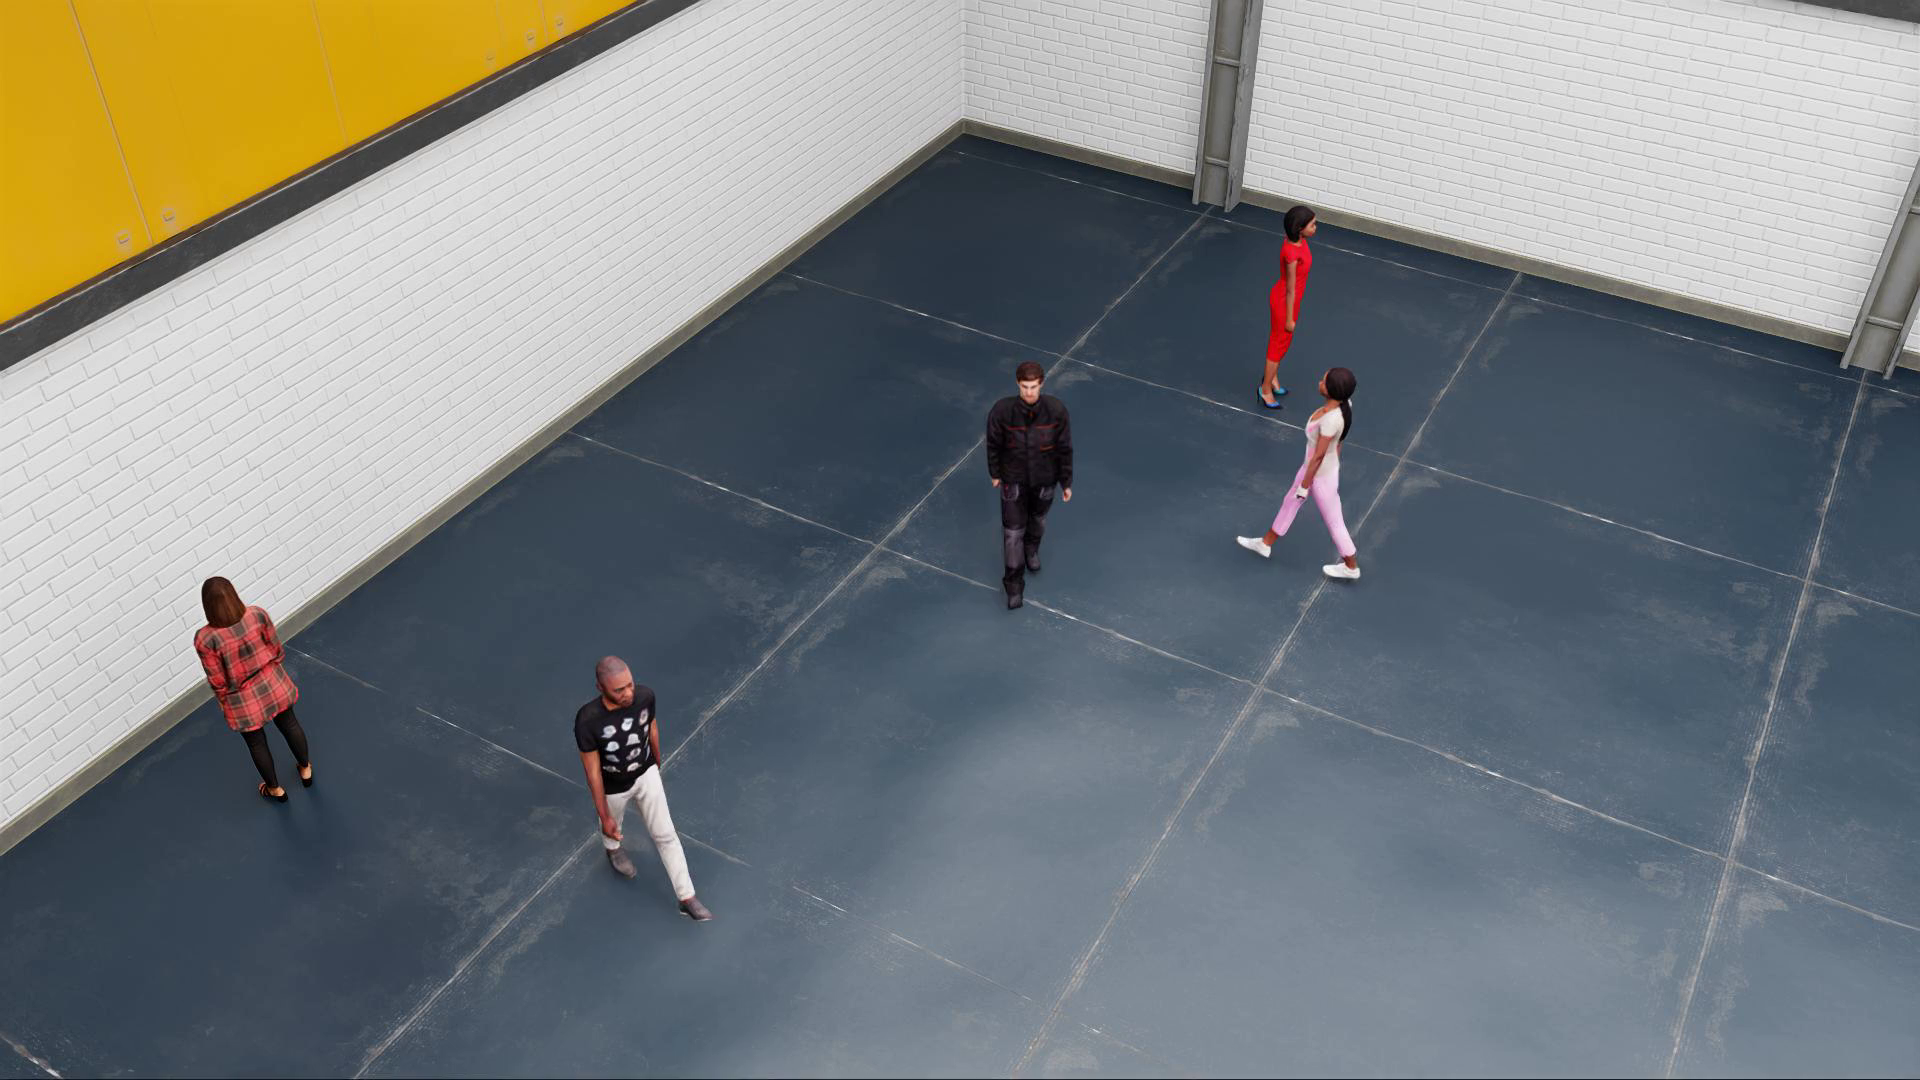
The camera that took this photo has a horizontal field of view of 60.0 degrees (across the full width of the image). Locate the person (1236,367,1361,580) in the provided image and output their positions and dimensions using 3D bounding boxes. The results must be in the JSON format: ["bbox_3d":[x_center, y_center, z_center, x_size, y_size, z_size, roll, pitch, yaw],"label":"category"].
[{"bbox_3d":[2.581,-0.403,11.481,1.179,1.688,0.732,13,40,16],"label":"person"}]

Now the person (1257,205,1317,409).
[{"bbox_3d":[2.596,-1.864,13.268,0.568,1.742,0.609,11,40,13],"label":"person"}]

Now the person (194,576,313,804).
[{"bbox_3d":[-4.189,0.880,9.863,0.628,1.704,0.661,31,48,33],"label":"person"}]

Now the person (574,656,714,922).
[{"bbox_3d":[-1.919,1.307,9.290,0.998,1.752,1.286,-24,44,-27],"label":"person"}]

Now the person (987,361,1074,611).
[{"bbox_3d":[0.477,-0.489,11.498,1.141,1.802,1.141,-4,39,-5],"label":"person"}]
